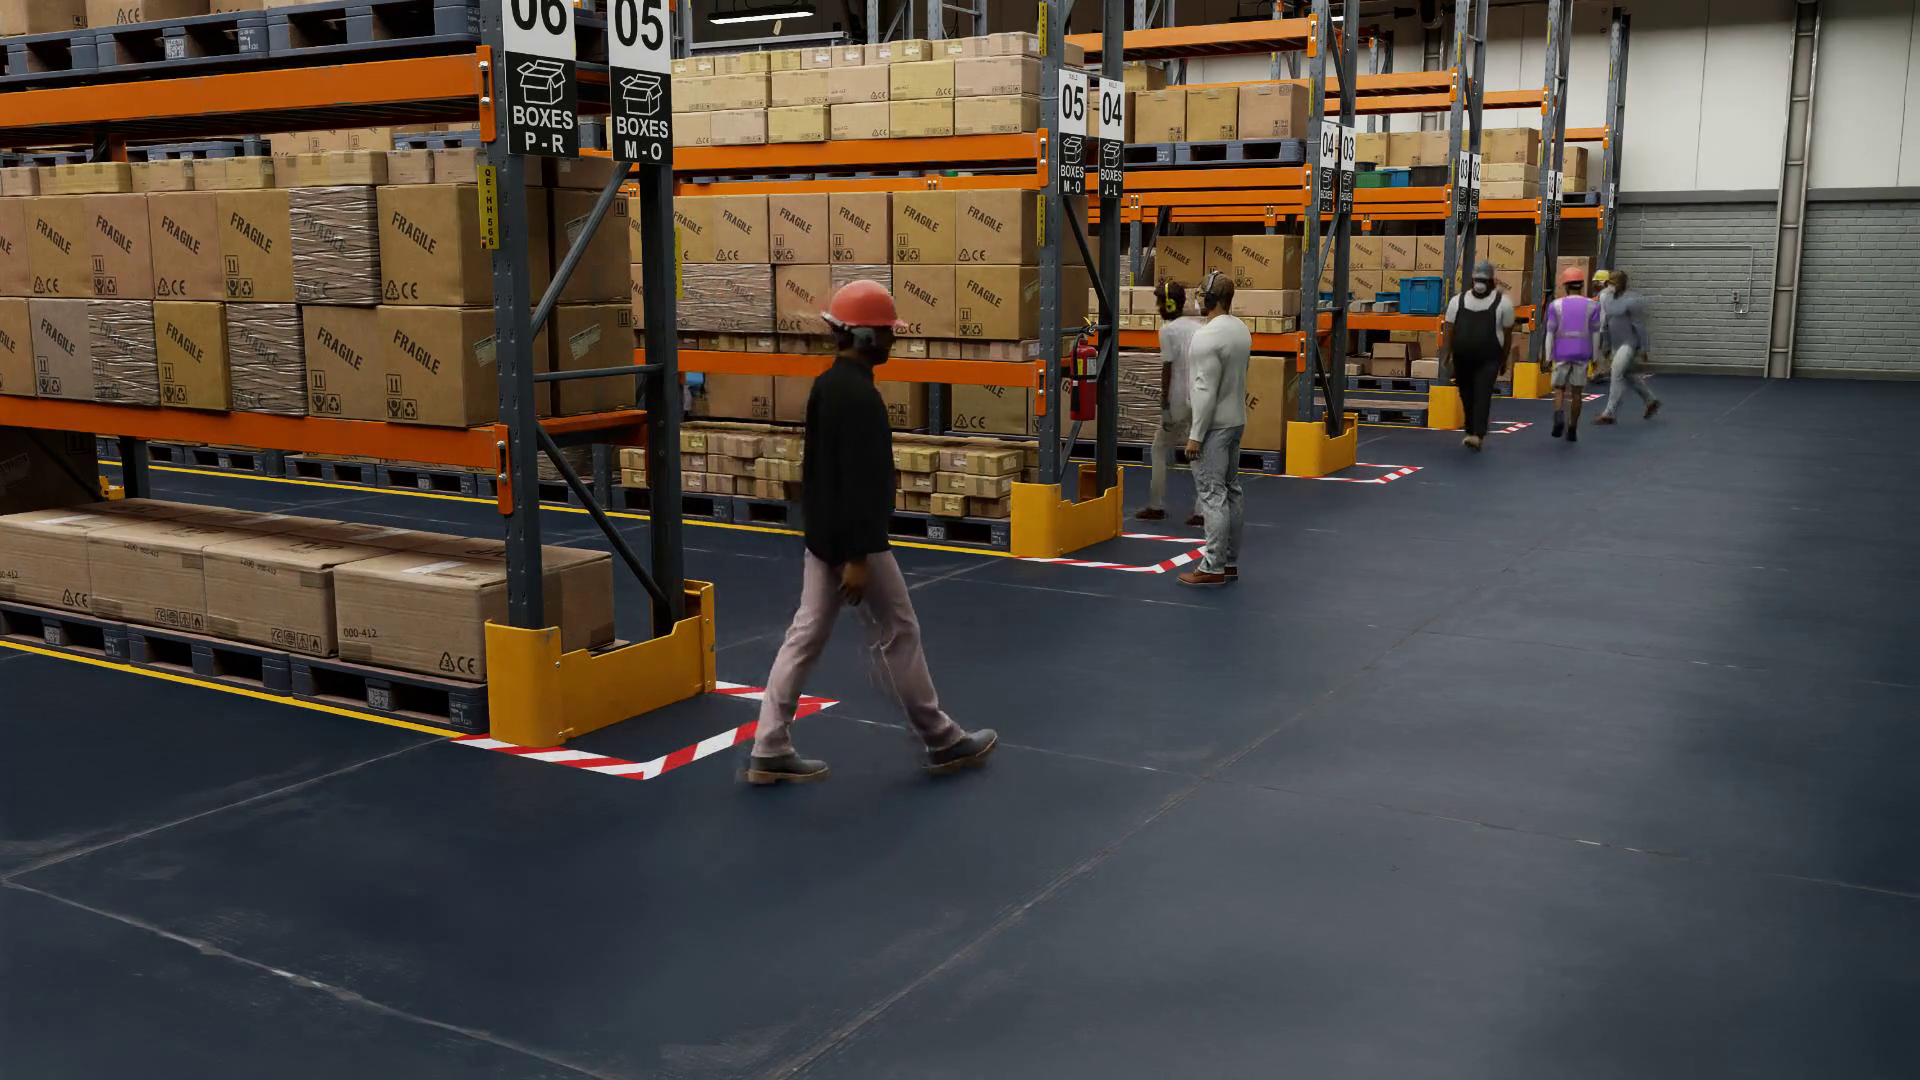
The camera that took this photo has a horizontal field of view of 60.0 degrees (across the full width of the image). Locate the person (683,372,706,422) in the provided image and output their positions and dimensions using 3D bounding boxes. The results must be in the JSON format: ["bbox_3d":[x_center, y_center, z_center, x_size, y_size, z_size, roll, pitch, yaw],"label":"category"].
[{"bbox_3d":[-2.590,-1.509,15.908,0.801,1.667,0.528,7,12,34],"label":"person"}]

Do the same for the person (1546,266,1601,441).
[{"bbox_3d":[6.721,-2.032,18.257,0.552,1.918,0.485,4,10,20],"label":"person"}]

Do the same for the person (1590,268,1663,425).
[{"bbox_3d":[8.119,-2.333,20.110,0.942,1.898,0.658,-2,10,-10],"label":"person"}]

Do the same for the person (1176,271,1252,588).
[{"bbox_3d":[1.564,-0.673,10.225,0.373,1.940,0.628,6,11,30],"label":"person"}]

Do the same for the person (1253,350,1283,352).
[{"bbox_3d":[3.767,-2.254,19.905,0.880,1.811,0.513,7,12,35],"label":"person"}]

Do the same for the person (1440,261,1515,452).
[{"bbox_3d":[5.424,-1.964,17.484,0.686,2.000,1.082,7,12,34],"label":"person"}]

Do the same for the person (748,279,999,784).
[{"bbox_3d":[-0.377,-0.020,6.396,1.017,1.939,0.641,-4,10,-22],"label":"person"}]

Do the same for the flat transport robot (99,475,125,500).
[{"bbox_3d":[-7.510,-0.375,13.355,0.652,0.197,1.431,6,11,30],"label":"flat transport robot"}]

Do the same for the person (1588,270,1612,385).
[{"bbox_3d":[10.046,-3.328,26.128,0.437,1.814,0.621,4,11,24],"label":"person"}]

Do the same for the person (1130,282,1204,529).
[{"bbox_3d":[1.615,-1.018,12.538,0.556,1.825,0.836,-7,12,-36],"label":"person"}]
